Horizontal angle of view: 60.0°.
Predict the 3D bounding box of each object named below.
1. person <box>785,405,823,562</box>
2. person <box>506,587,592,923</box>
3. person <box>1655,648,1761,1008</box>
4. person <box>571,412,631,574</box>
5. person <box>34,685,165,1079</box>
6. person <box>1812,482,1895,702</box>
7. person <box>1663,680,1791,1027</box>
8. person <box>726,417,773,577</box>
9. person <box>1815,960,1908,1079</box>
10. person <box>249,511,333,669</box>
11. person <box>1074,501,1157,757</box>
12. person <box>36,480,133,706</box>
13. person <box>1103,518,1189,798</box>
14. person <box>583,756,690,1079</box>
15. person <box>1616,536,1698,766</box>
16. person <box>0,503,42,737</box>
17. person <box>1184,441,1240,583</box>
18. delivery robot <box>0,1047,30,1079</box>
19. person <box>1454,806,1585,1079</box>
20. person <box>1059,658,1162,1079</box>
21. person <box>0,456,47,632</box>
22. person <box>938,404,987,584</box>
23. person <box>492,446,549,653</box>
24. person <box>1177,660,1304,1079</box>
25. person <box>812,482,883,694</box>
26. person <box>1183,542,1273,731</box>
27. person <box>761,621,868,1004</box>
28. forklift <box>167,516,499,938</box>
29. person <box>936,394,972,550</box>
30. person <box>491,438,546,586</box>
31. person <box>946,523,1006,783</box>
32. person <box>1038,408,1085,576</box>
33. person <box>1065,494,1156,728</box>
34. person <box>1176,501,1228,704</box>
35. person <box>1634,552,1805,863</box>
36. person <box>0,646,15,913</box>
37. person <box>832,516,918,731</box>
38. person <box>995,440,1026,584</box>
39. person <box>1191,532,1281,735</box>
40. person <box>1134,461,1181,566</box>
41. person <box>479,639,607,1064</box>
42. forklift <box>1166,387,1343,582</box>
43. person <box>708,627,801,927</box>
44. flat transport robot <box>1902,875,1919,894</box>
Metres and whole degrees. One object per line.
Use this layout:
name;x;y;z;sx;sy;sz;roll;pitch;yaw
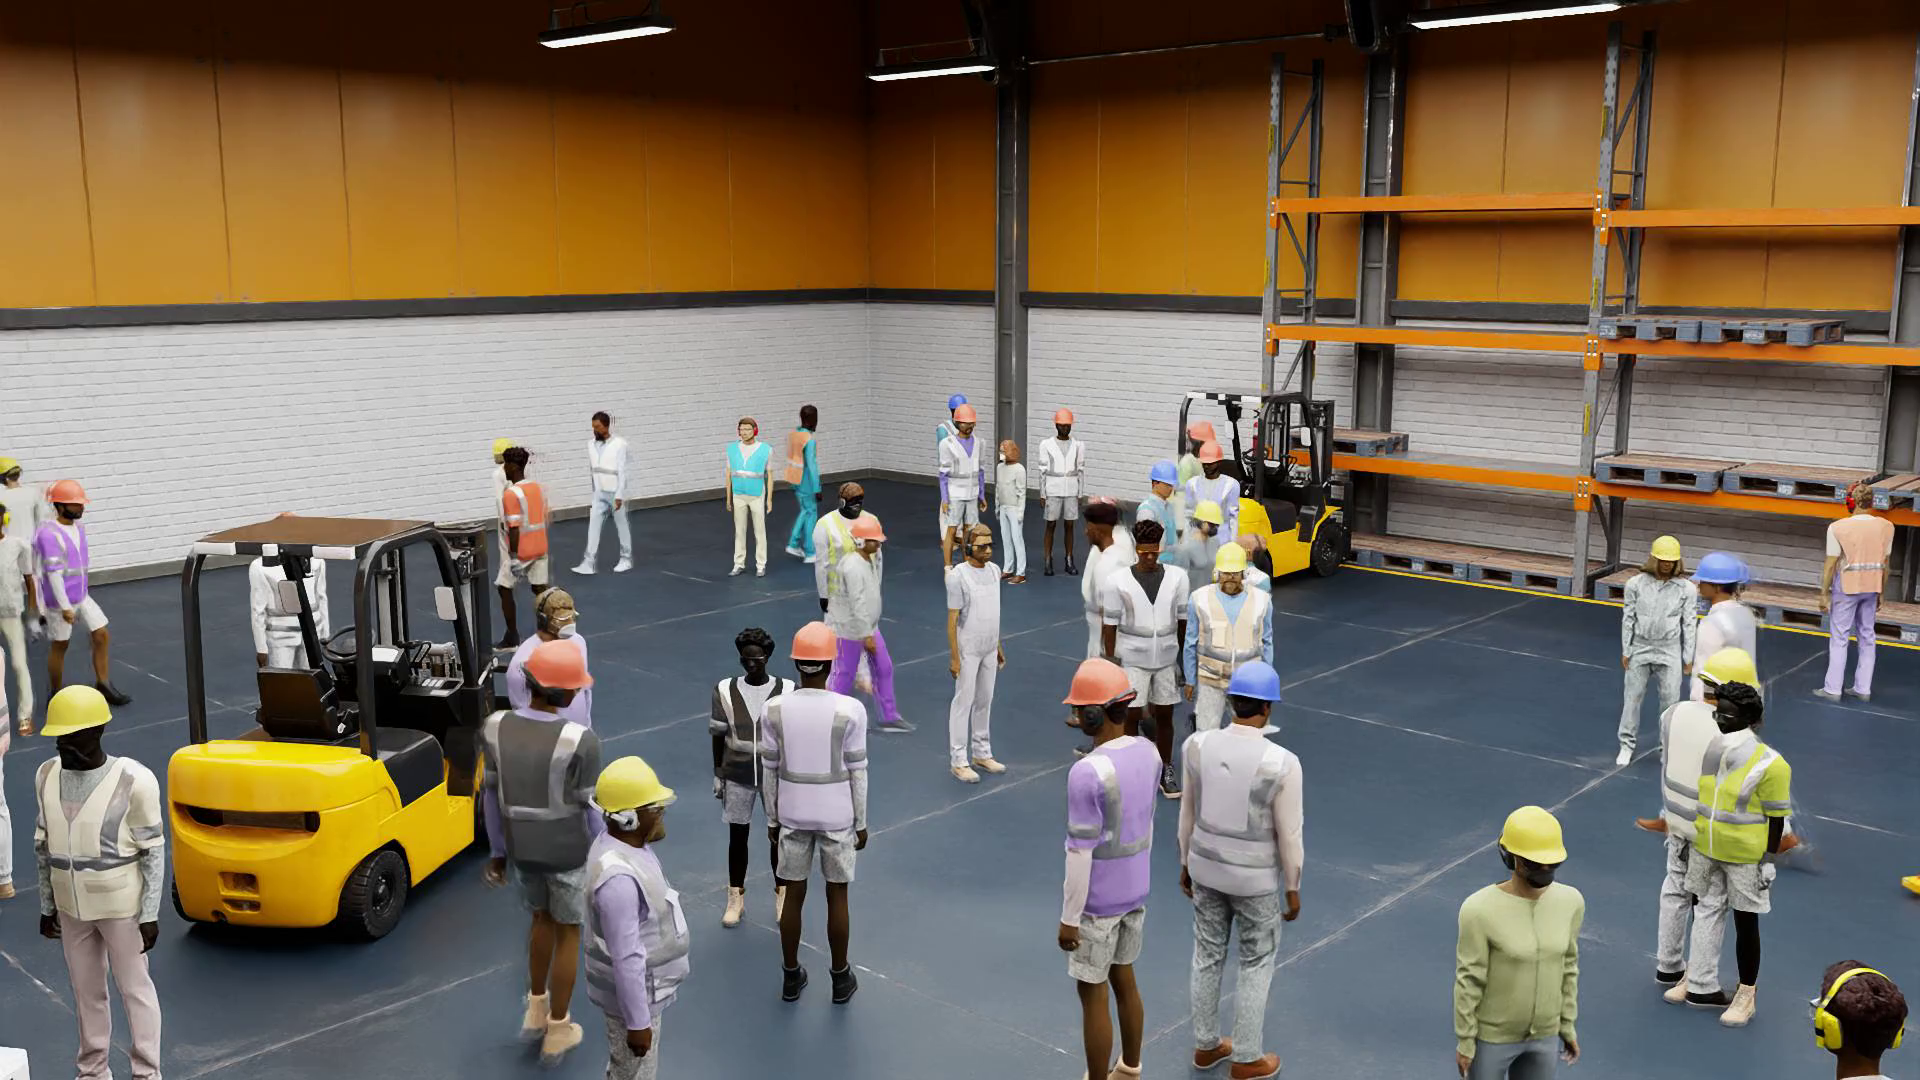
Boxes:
person;-1.845;-0.676;19.978;0.470;1.907;0.650;-5;11;-26
person;-2.240;1.201;9.241;0.383;1.929;0.634;4;11;20
person;3.724;1.427;8.266;0.403;1.818;0.601;-3;10;-16
person;-4.115;-0.524;19.172;0.618;1.874;0.938;5;11;27
person;-3.721;1.559;7.184;0.585;1.929;0.371;2;10;10
person;7.434;0.445;13.802;0.561;1.836;0.388;-1;10;-5
person;3.743;1.512;8.111;0.316;1.695;0.541;-6;12;-32
person;-2.412;-0.494;19.111;0.563;1.847;0.390;2;10;10
person;2.390;2.059;4.550;0.510;1.861;0.324;-2;10;-11
person;-4.832;0.725;12.057;0.337;1.883;0.584;8;13;39
person;1.171;0.682;12.143;0.629;1.941;0.643;2;10;13
person;-7.109;0.468;13.436;0.743;1.910;0.559;1;10;8
person;1.280;0.813;11.390;0.612;1.951;0.389;-2;10;-9
person;-1.249;1.733;6.459;0.403;1.837;0.586;-2;10;-13
person;5.034;0.816;12.004;0.498;1.732;0.382;4;11;22
person;-7.382;0.602;12.824;0.568;1.870;0.368;-2;10;-11
person;2.412;0.006;16.036;0.545;1.932;0.386;4;11;24
delivery robot;-4.105;2.287;6.685;0.477;0.478;0.707;2;10;11
person;2.062;1.824;6.139;0.526;1.768;0.331;-3;10;-17
person;0.611;1.510;7.182;0.411;2.033;0.613;7;12;36
person;-9.247;0.044;16.296;0.369;1.749;0.553;7;12;36
person;0.049;-0.504;18.602;0.608;2.045;0.392;-7;12;-33
person;-4.117;0.093;15.498;0.757;1.935;0.613;4;11;21
person;1.275;1.499;7.553;0.620;1.923;0.457;8;13;39
person;-0.923;0.420;13.962;0.623;1.835;0.431;-7;12;-33
person;1.797;0.914;11.133;0.602;1.830;0.404;0;10;2
person;-0.717;1.362;8.327;0.540;1.929;0.390;2;10;11
forklift;-3.583;0.976;9.748;1.214;2.155;2.313;2;10;11
person;-0.047;-0.857;20.883;0.389;1.949;0.603;8;13;37
person;-4.881;-0.285;18.303;0.494;1.704;0.834;-10;14;-44
person;0.121;0.787;11.816;0.331;1.844;0.520;9;14;43
person;1.178;-0.554;19.181;0.544;1.943;0.347;-2;10;-11
person;1.242;0.569;12.953;0.724;1.886;0.674;3;10;16
person;1.955;0.518;13.735;0.547;1.707;0.764;-9;13;-40
person;4.787;1.026;10.311;1.006;1.907;0.605;9;13;40
person;-5.610;1.214;9.395;0.429;1.846;0.626;-2;10;-12
person;-0.676;0.677;12.797;0.792;1.721;0.579;3;10;16
person;0.565;-0.321;18.764;0.286;1.628;0.503;-7;12;-34
person;2.144;0.742;12.727;0.670;1.621;0.538;-7;12;-34
person;1.711;0.277;14.448;0.402;1.942;0.604;4;11;24
person;-1.863;1.419;7.737;0.634;2.008;0.526;3;11;18
forklift;3.298;-0.608;18.767;1.214;2.155;2.313;9;13;42
person;-1.126;1.313;9.251;0.538;1.696;0.317;0;10;-3
flat transport robot;6.278;1.972;9.552;1.431;0.197;0.652;-2;10;-11
